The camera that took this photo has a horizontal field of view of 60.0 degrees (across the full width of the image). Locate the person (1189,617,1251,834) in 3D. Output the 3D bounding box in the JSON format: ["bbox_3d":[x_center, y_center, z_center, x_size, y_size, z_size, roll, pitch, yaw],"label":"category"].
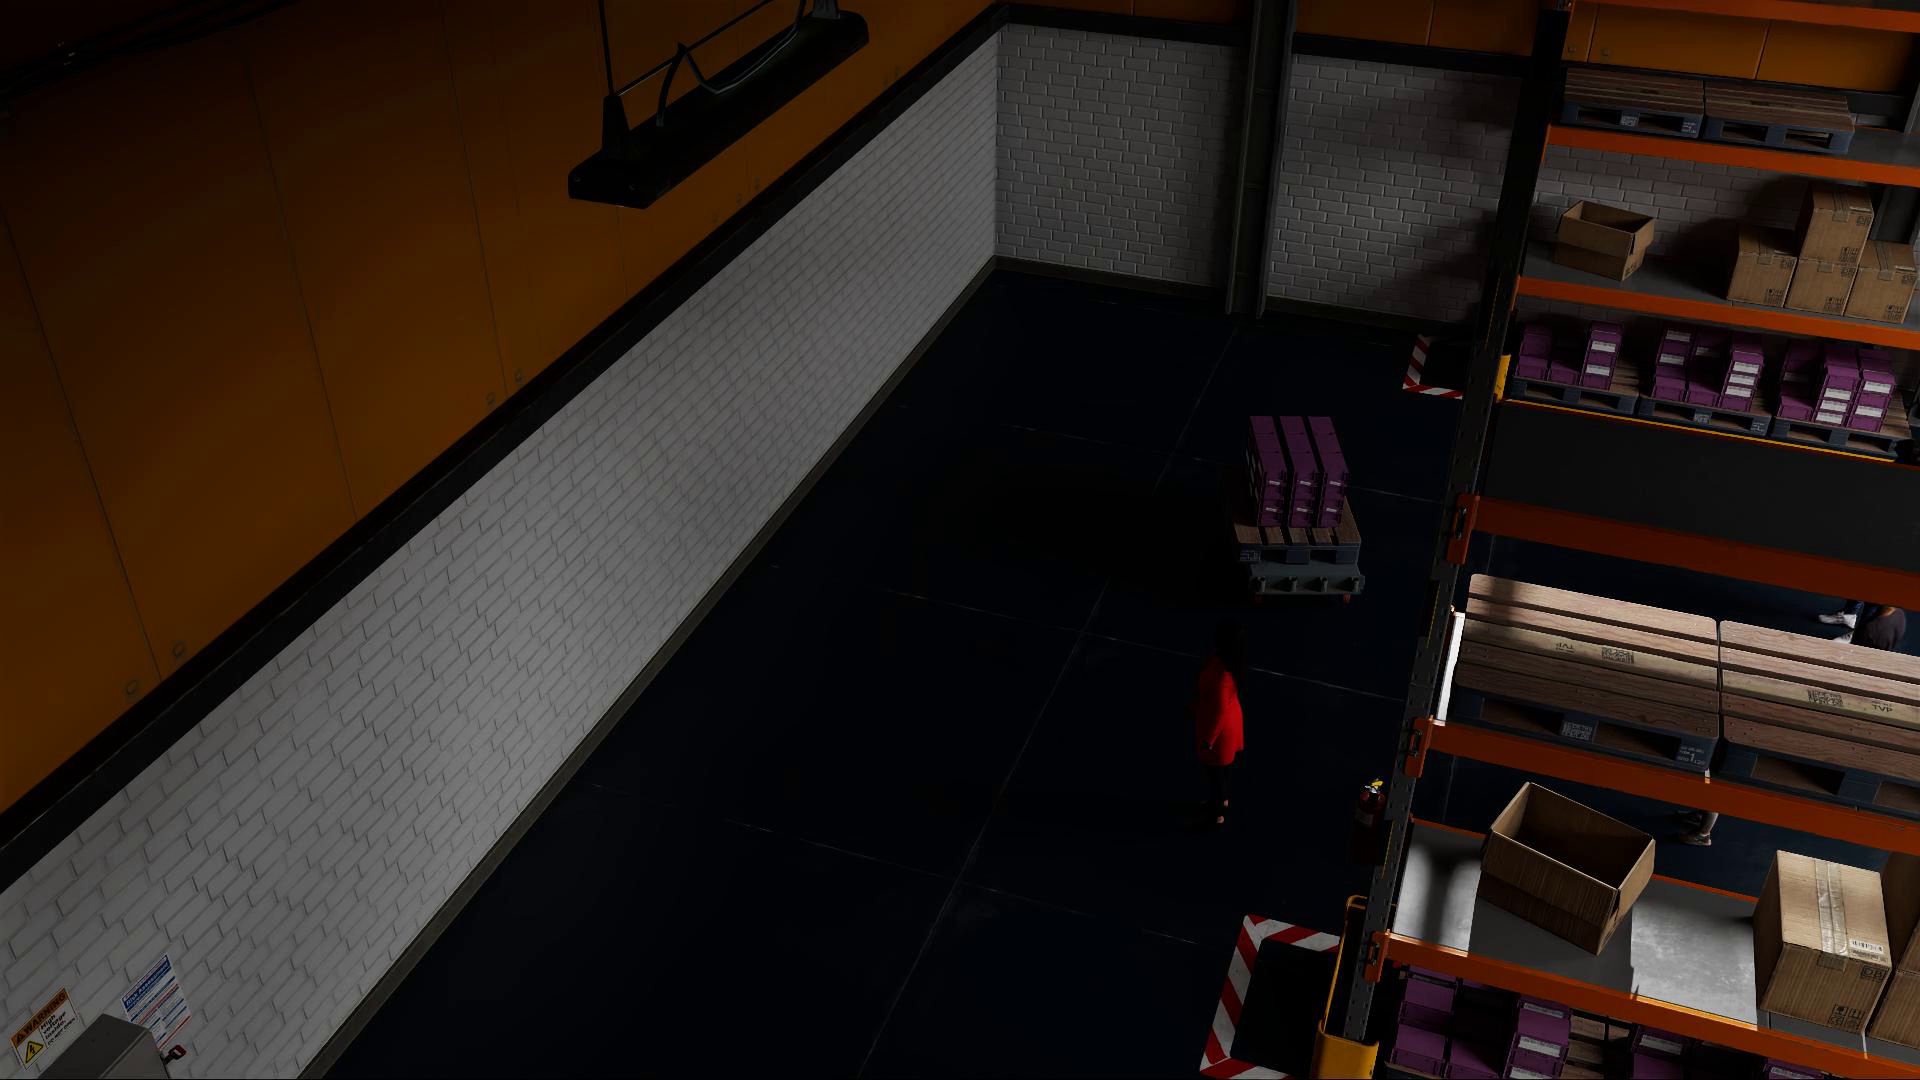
[{"bbox_3d":[1.741,1.242,11.132,0.593,1.748,0.613,12,36,18],"label":"person"}]

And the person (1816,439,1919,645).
[{"bbox_3d":[7.163,0.009,12.929,0.678,1.811,0.734,2,34,3],"label":"person"}]
